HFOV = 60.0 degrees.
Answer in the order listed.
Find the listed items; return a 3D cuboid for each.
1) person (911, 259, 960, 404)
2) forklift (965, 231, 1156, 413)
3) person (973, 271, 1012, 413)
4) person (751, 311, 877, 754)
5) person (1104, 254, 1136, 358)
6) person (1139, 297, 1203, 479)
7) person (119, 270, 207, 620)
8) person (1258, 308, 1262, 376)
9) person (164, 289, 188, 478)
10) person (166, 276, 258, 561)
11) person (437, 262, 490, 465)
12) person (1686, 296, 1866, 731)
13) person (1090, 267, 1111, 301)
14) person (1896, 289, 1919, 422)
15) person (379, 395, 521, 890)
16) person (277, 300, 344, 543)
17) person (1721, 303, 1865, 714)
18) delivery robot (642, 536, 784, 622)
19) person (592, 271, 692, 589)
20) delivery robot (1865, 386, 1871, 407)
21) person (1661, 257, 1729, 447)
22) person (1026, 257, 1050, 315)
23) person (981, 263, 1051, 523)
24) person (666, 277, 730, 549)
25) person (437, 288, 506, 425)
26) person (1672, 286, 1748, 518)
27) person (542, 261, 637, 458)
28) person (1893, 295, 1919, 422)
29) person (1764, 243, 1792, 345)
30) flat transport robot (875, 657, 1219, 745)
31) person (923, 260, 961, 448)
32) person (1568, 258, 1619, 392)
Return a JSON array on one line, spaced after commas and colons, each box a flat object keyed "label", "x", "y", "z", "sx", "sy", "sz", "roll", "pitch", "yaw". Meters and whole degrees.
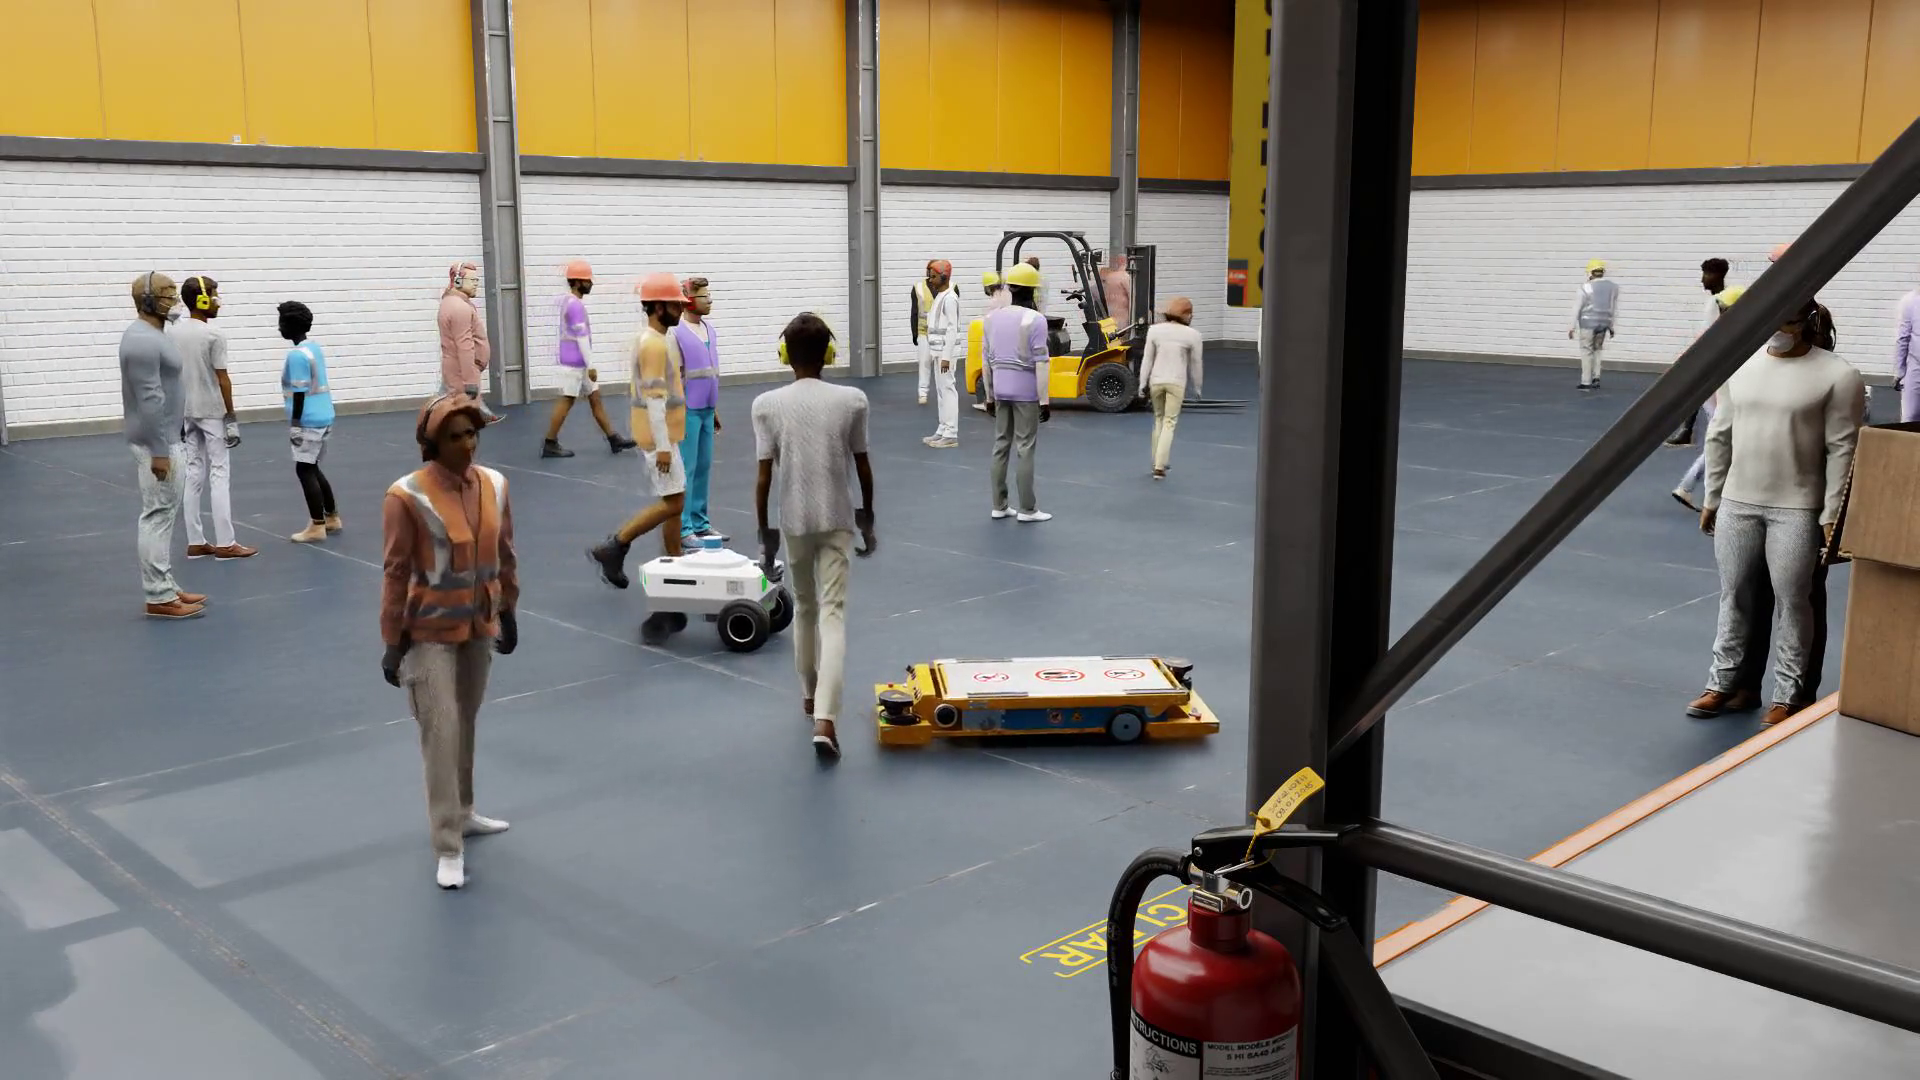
[{"label": "person", "x": -0.316, "y": -2.623, "z": 21.028, "sx": 0.620, "sy": 1.835, "sz": 0.430, "roll": 0, "pitch": 10, "yaw": -1}, {"label": "forklift", "x": 1.222, "y": -2.721, "z": 20.561, "sx": 2.313, "sy": 2.155, "sz": 1.214, "roll": 2, "pitch": 11, "yaw": 13}, {"label": "person", "x": 0.481, "y": -2.316, "z": 19.689, "sx": 0.914, "sy": 1.690, "sz": 0.533, "roll": 6, "pitch": 12, "yaw": 31}, {"label": "person", "x": -0.614, "y": -0.047, "z": 7.008, "sx": 0.509, "sy": 1.827, "sz": 0.996, "roll": 0, "pitch": 10, "yaw": 2}, {"label": "person", "x": 2.454, "y": -3.313, "z": 24.743, "sx": 1.038, "sy": 1.837, "sz": 0.660, "roll": -3, "pitch": 11, "yaw": -15}, {"label": "person", "x": 1.871, "y": -1.346, "z": 14.707, "sx": 0.518, "sy": 1.577, "sz": 0.702, "roll": 4, "pitch": 11, "yaw": 21}, {"label": "person", "x": -4.472, "y": -0.527, "z": 9.295, "sx": 0.352, "sy": 1.937, "sz": 0.635, "roll": -4, "pitch": 11, "yaw": -21}, {"label": "person", "x": 2.969, "y": -1.574, "z": 14.892, "sx": 0.619, "sy": 1.989, "sz": 0.396, "roll": 5, "pitch": 12, "yaw": 27}, {"label": "person", "x": -6.827, "y": -1.368, "z": 14.413, "sx": 0.303, "sy": 1.743, "sz": 0.494, "roll": 2, "pitch": 11, "yaw": 12}, {"label": "person", "x": -4.967, "y": -0.795, "z": 10.959, "sx": 0.516, "sy": 1.865, "sz": 0.325, "roll": 4, "pitch": 11, "yaw": 21}, {"label": "person", "x": -4.143, "y": -1.366, "z": 13.971, "sx": 0.400, "sy": 1.905, "sz": 0.643, "roll": -5, "pitch": 11, "yaw": -25}, {"label": "person", "x": 3.515, "y": -0.139, "z": 7.195, "sx": 0.371, "sy": 1.935, "sz": 0.627, "roll": -9, "pitch": 14, "yaw": -41}, {"label": "person", "x": 2.293, "y": -3.513, "z": 26.411, "sx": 0.497, "sy": 1.633, "sz": 0.283, "roll": 3, "pitch": 11, "yaw": 14}, {"label": "person", "x": 9.373, "y": -1.725, "z": 16.049, "sx": 0.654, "sy": 1.855, "sz": 0.974, "roll": 3, "pitch": 11, "yaw": 17}, {"label": "person", "x": -1.720, "y": 0.314, "z": 5.617, "sx": 0.477, "sy": 1.610, "sz": 0.557, "roll": 6, "pitch": 12, "yaw": 30}, {"label": "person", "x": -4.536, "y": -0.824, "z": 11.589, "sx": 0.321, "sy": 1.683, "sz": 0.543, "roll": -1, "pitch": 10, "yaw": -7}, {"label": "person", "x": 3.632, "y": -0.112, "z": 7.287, "sx": 0.341, "sy": 1.846, "sz": 0.511, "roll": -9, "pitch": 14, "yaw": -40}, {"label": "delivery robot", "x": -1.297, "y": 0.221, "z": 8.738, "sx": 0.707, "sy": 0.478, "sz": 0.477, "roll": 2, "pitch": 11, "yaw": 11}, {"label": "person", "x": -1.809, "y": -0.612, "z": 9.798, "sx": 0.628, "sy": 1.925, "sz": 0.558, "roll": -1, "pitch": 10, "yaw": -7}, {"label": "delivery robot", "x": 10.203, "y": -1.706, "z": 19.247, "sx": 0.477, "sy": 0.478, "sz": 0.707, "roll": -1, "pitch": 10, "yaw": -4}, {"label": "person", "x": 7.635, "y": -1.853, "z": 16.615, "sx": 0.963, "sy": 1.920, "sz": 0.609, "roll": 1, "pitch": 10, "yaw": 6}, {"label": "person", "x": 1.110, "y": -3.480, "z": 25.781, "sx": 0.435, "sy": 1.803, "sz": 0.673, "roll": -8, "pitch": 13, "yaw": -39}, {"label": "person", "x": 0.439, "y": -1.093, "z": 12.418, "sx": 0.594, "sy": 1.924, "sz": 0.382, "roll": 9, "pitch": 14, "yaw": 39}, {"label": "person", "x": -1.838, "y": -0.873, "z": 11.421, "sx": 0.379, "sy": 1.849, "sz": 0.570, "roll": 4, "pitch": 11, "yaw": 19}, {"label": "person", "x": -5.551, "y": -2.065, "z": 18.619, "sx": 0.840, "sy": 1.588, "sz": 0.513, "roll": -2, "pitch": 11, "yaw": -13}, {"label": "person", "x": 5.754, "y": -1.033, "z": 12.553, "sx": 0.445, "sy": 1.764, "sz": 0.532, "roll": 3, "pitch": 11, "yaw": 14}, {"label": "person", "x": -3.615, "y": -1.737, "z": 16.048, "sx": 0.966, "sy": 1.881, "sz": 0.560, "roll": -2, "pitch": 11, "yaw": -13}, {"label": "person", "x": 8.429, "y": -1.444, "z": 14.383, "sx": 0.652, "sy": 1.906, "sz": 0.404, "roll": 7, "pitch": 13, "yaw": 34}, {"label": "person", "x": 8.821, "y": -2.164, "z": 17.929, "sx": 0.368, "sy": 2.048, "sz": 0.607, "roll": 4, "pitch": 11, "yaw": 22}, {"label": "flat transport robot", "x": 0.353, "y": 0.684, "z": 7.242, "sx": 1.431, "sy": 0.197, "sz": 0.652, "roll": -1, "pitch": 10, "yaw": -5}, {"label": "person", "x": -0.173, "y": -1.877, "z": 16.806, "sx": 0.356, "sy": 1.886, "sz": 0.574, "roll": -2, "pitch": 11, "yaw": -12}, {"label": "person", "x": 8.661, "y": -2.934, "z": 22.768, "sx": 0.607, "sy": 1.806, "sz": 0.475, "roll": -2, "pitch": 11, "yaw": -10}]
